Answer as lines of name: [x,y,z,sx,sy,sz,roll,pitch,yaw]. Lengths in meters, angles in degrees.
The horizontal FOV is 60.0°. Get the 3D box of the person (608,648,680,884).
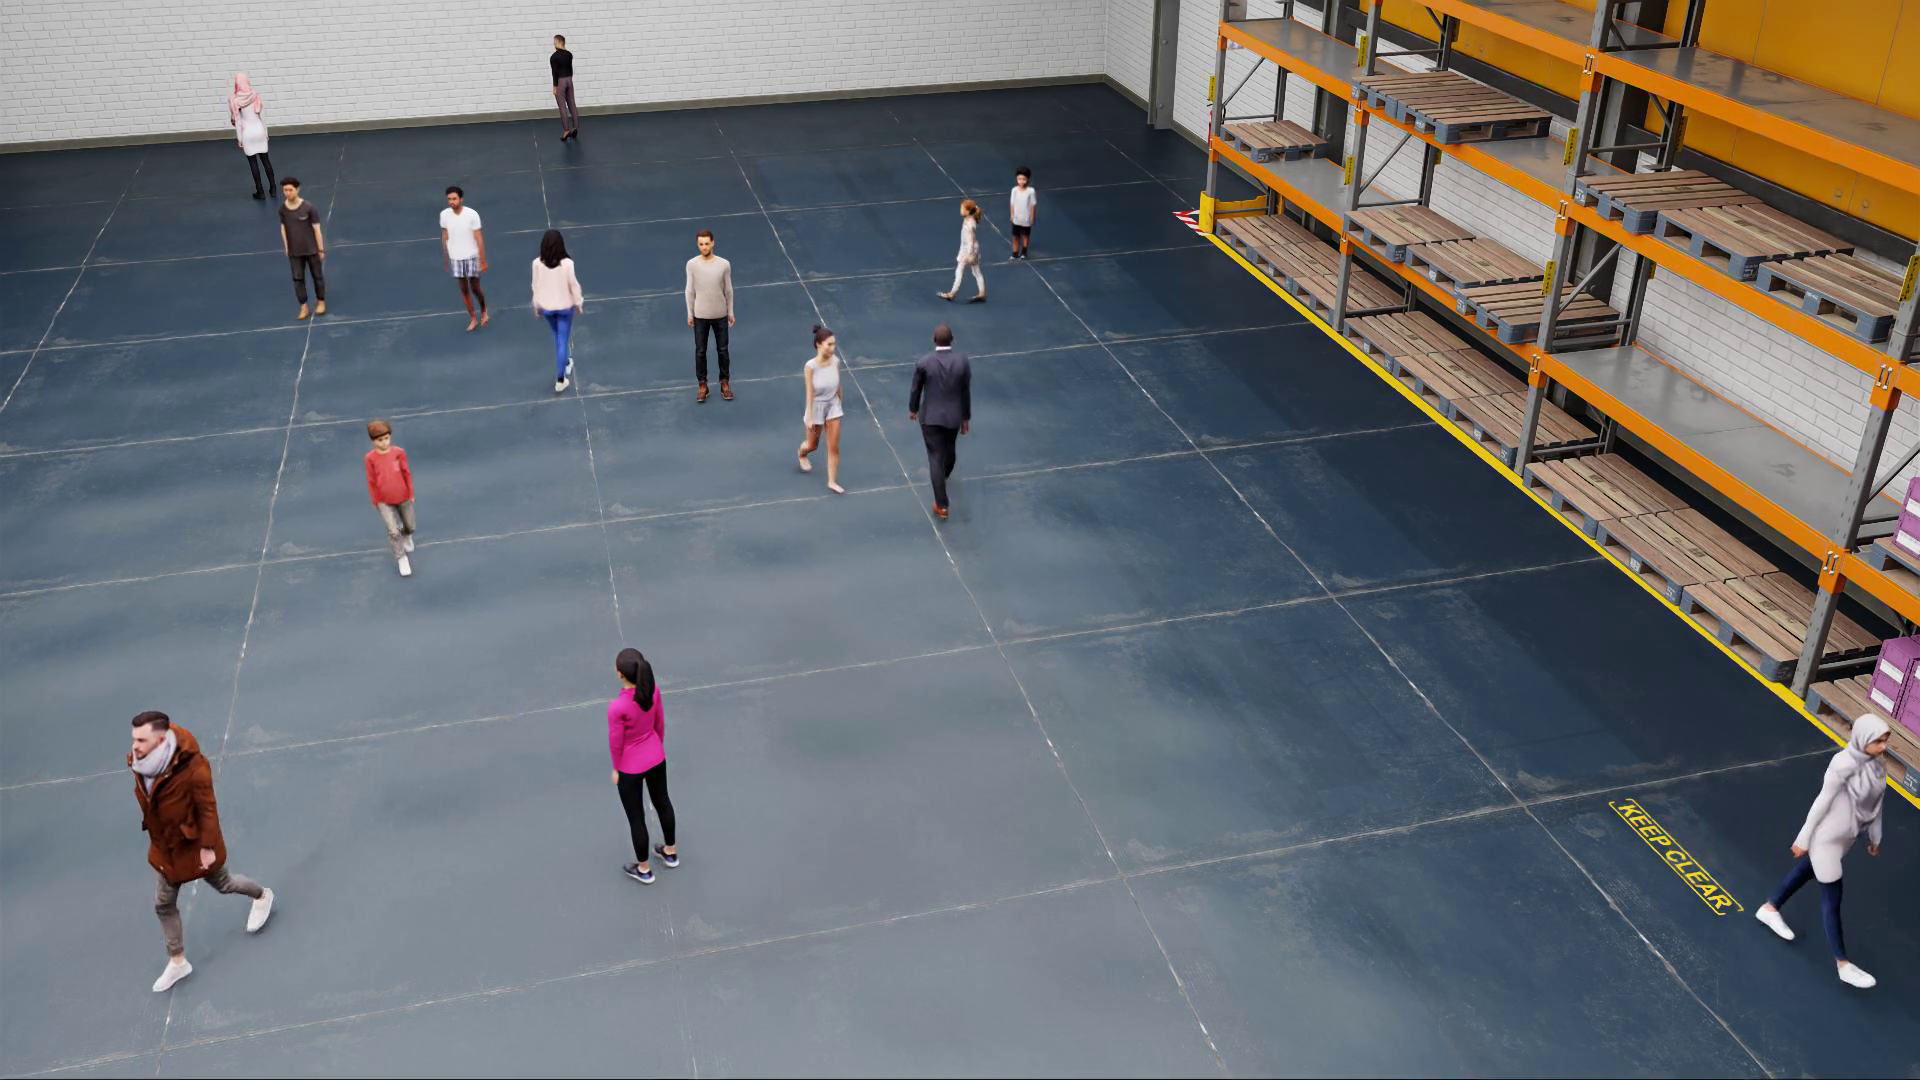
person: [-2.055,1.444,10.763,0.721,1.698,0.679,21,35,33]

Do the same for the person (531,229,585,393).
person: [-4.339,-2.429,17.815,0.904,1.743,1.062,4,29,8]

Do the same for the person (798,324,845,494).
person: [-1.342,-1.259,15.821,0.789,1.600,1.002,-18,33,-30]

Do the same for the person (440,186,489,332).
person: [-5.760,-3.333,19.496,0.751,1.721,0.751,4,29,7]

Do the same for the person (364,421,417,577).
person: [-4.944,-0.401,14.452,0.586,1.403,0.780,-12,31,-21]

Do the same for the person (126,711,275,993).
person: [-4.600,1.779,10.042,1.057,1.801,1.262,7,29,12]

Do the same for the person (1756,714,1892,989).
person: [5.237,1.773,10.115,0.802,1.740,1.148,-14,31,-24]

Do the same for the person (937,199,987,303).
person: [0.190,-3.504,20.265,0.785,1.285,0.846,3,29,5]

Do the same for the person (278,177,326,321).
person: [-7.818,-3.530,19.879,0.728,1.700,0.842,-2,29,-3]

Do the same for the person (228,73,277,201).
person: [-10.198,-5.827,23.982,0.720,1.803,0.736,-24,37,-37]

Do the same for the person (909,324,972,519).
person: [-0.162,-1.062,15.269,0.768,1.782,1.179,-5,29,-9]

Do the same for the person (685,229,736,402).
person: [-2.644,-2.393,17.619,0.669,1.868,0.589,-5,29,-9]

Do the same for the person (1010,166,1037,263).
person: [0.834,-4.274,21.727,0.723,1.236,0.893,6,29,10]

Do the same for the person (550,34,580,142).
person: [-6.381,-7.299,26.819,0.729,1.671,0.675,17,33,28]
